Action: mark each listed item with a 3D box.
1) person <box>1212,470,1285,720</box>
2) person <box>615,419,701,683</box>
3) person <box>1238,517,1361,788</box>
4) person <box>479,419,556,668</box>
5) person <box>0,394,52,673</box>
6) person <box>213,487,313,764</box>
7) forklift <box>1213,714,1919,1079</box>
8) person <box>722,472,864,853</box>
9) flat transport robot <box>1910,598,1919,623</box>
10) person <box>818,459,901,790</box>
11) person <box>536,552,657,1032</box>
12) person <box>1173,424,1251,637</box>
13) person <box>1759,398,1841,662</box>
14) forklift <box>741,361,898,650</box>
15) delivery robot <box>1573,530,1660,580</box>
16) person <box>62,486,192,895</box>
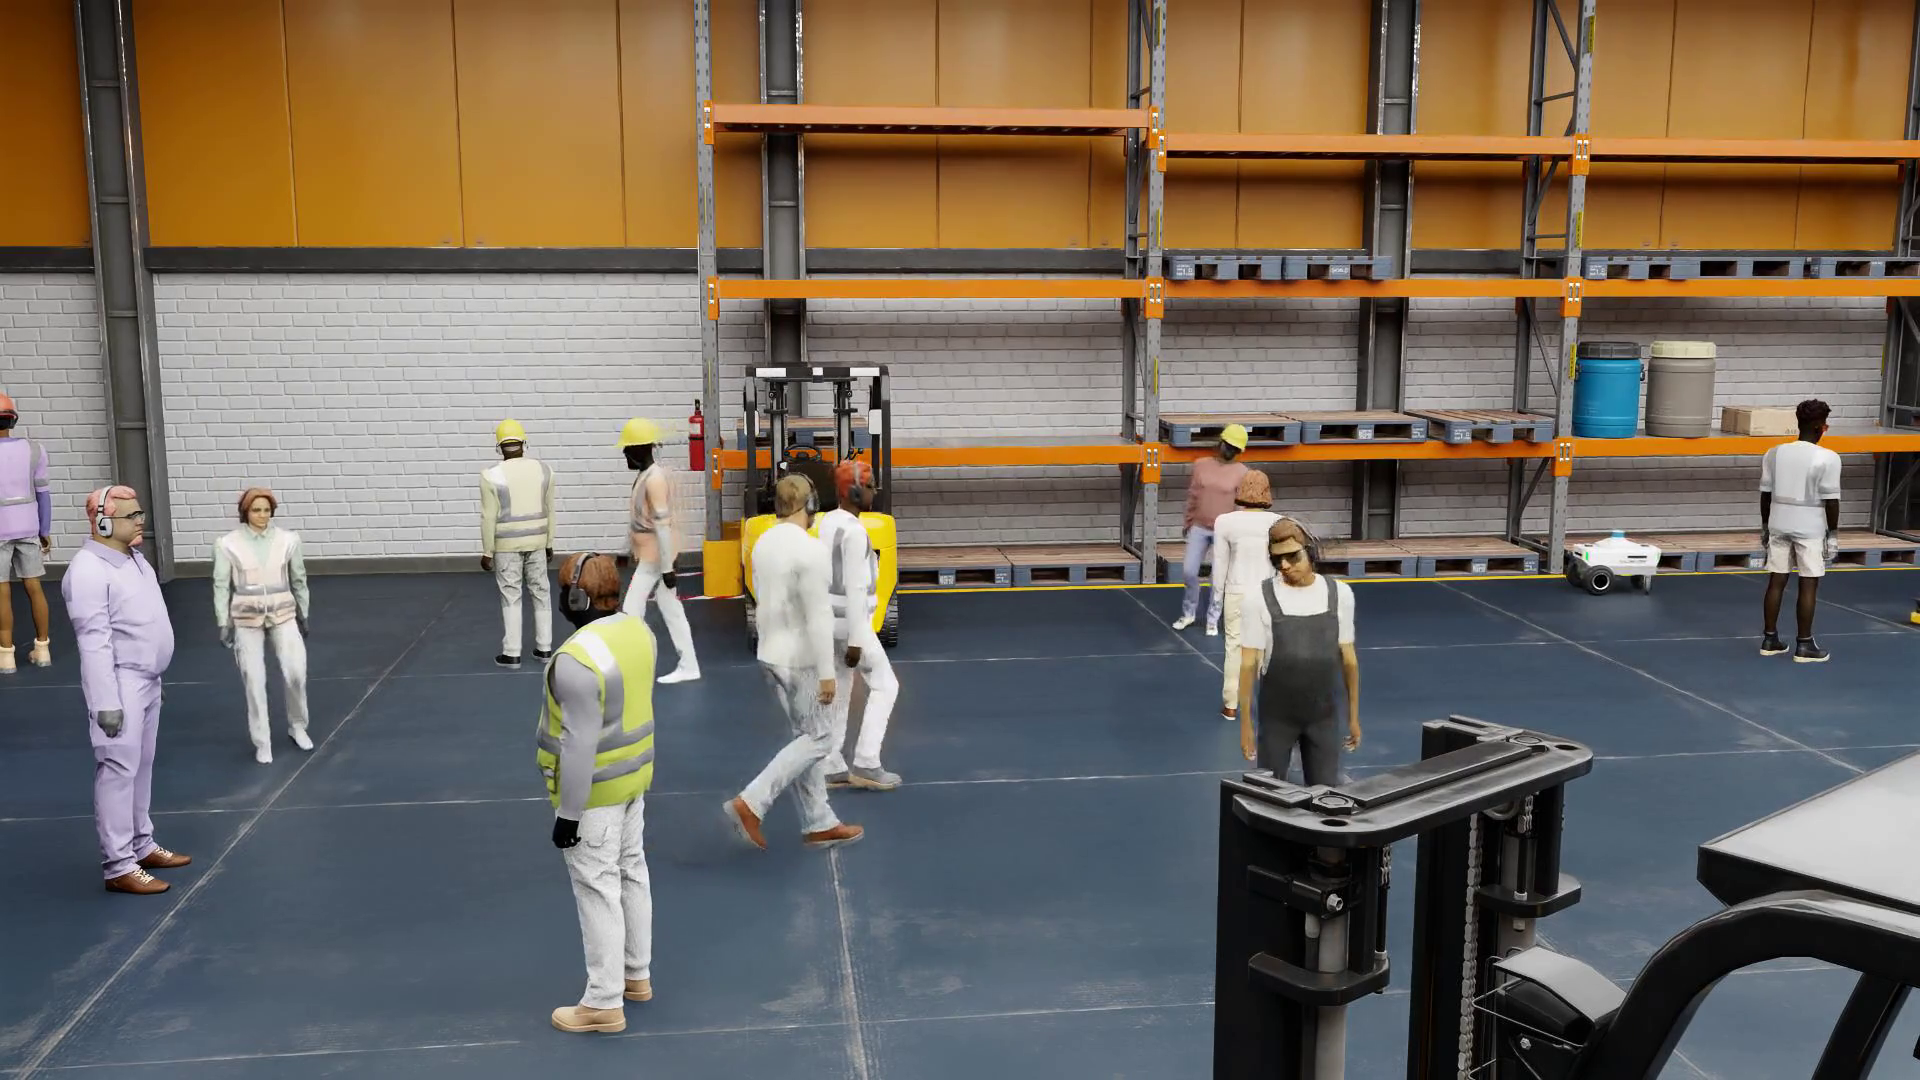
[{"bbox_3d":[1.881,0.360,10.740,0.506,1.633,0.279,2,9,11],"label":"person"},{"bbox_3d":[-2.254,0.105,11.557,0.940,1.886,0.596,-2,9,-12],"label":"person"},{"bbox_3d":[1.510,0.799,7.419,0.574,1.821,0.498,-1,9,-7],"label":"person"},{"bbox_3d":[-3.251,0.027,12.215,0.591,1.828,0.404,-8,12,-40],"label":"person"},{"bbox_3d":[-6.920,-0.057,12.073,0.380,2.041,0.612,6,11,35],"label":"person"},{"bbox_3d":[-4.131,0.500,9.869,0.538,1.635,0.376,-6,11,-31],"label":"person"},{"bbox_3d":[1.441,1.425,2.350,1.214,2.155,2.313,-7,12,-39],"label":"forklift"},{"bbox_3d":[-0.878,0.623,8.273,0.689,1.898,0.683,-5,11,-31],"label":"person"},{"bbox_3d":[8.518,0.624,13.334,0.652,0.197,1.431,-9,13,-44],"label":"flat transport robot"},{"bbox_3d":[-0.553,0.480,9.288,0.573,1.868,0.580,-4,10,-25],"label":"person"},{"bbox_3d":[-1.394,0.954,6.384,0.429,1.842,0.636,2,9,14],"label":"person"},{"bbox_3d":[2.026,-0.073,13.194,0.613,1.707,0.339,5,10,29],"label":"person"},{"bbox_3d":[6.280,-0.077,12.434,0.366,1.962,0.614,-5,10,-30],"label":"person"},{"bbox_3d":[-1.154,-0.340,13.365,1.214,2.155,2.313,-1,9,-7],"label":"forklift"},{"bbox_3d":[5.953,0.155,15.085,0.707,0.478,0.477,0,9,-2],"label":"delivery robot"},{"bbox_3d":[-3.902,0.692,7.819,0.408,1.909,0.642,-1,9,-9],"label":"person"}]
